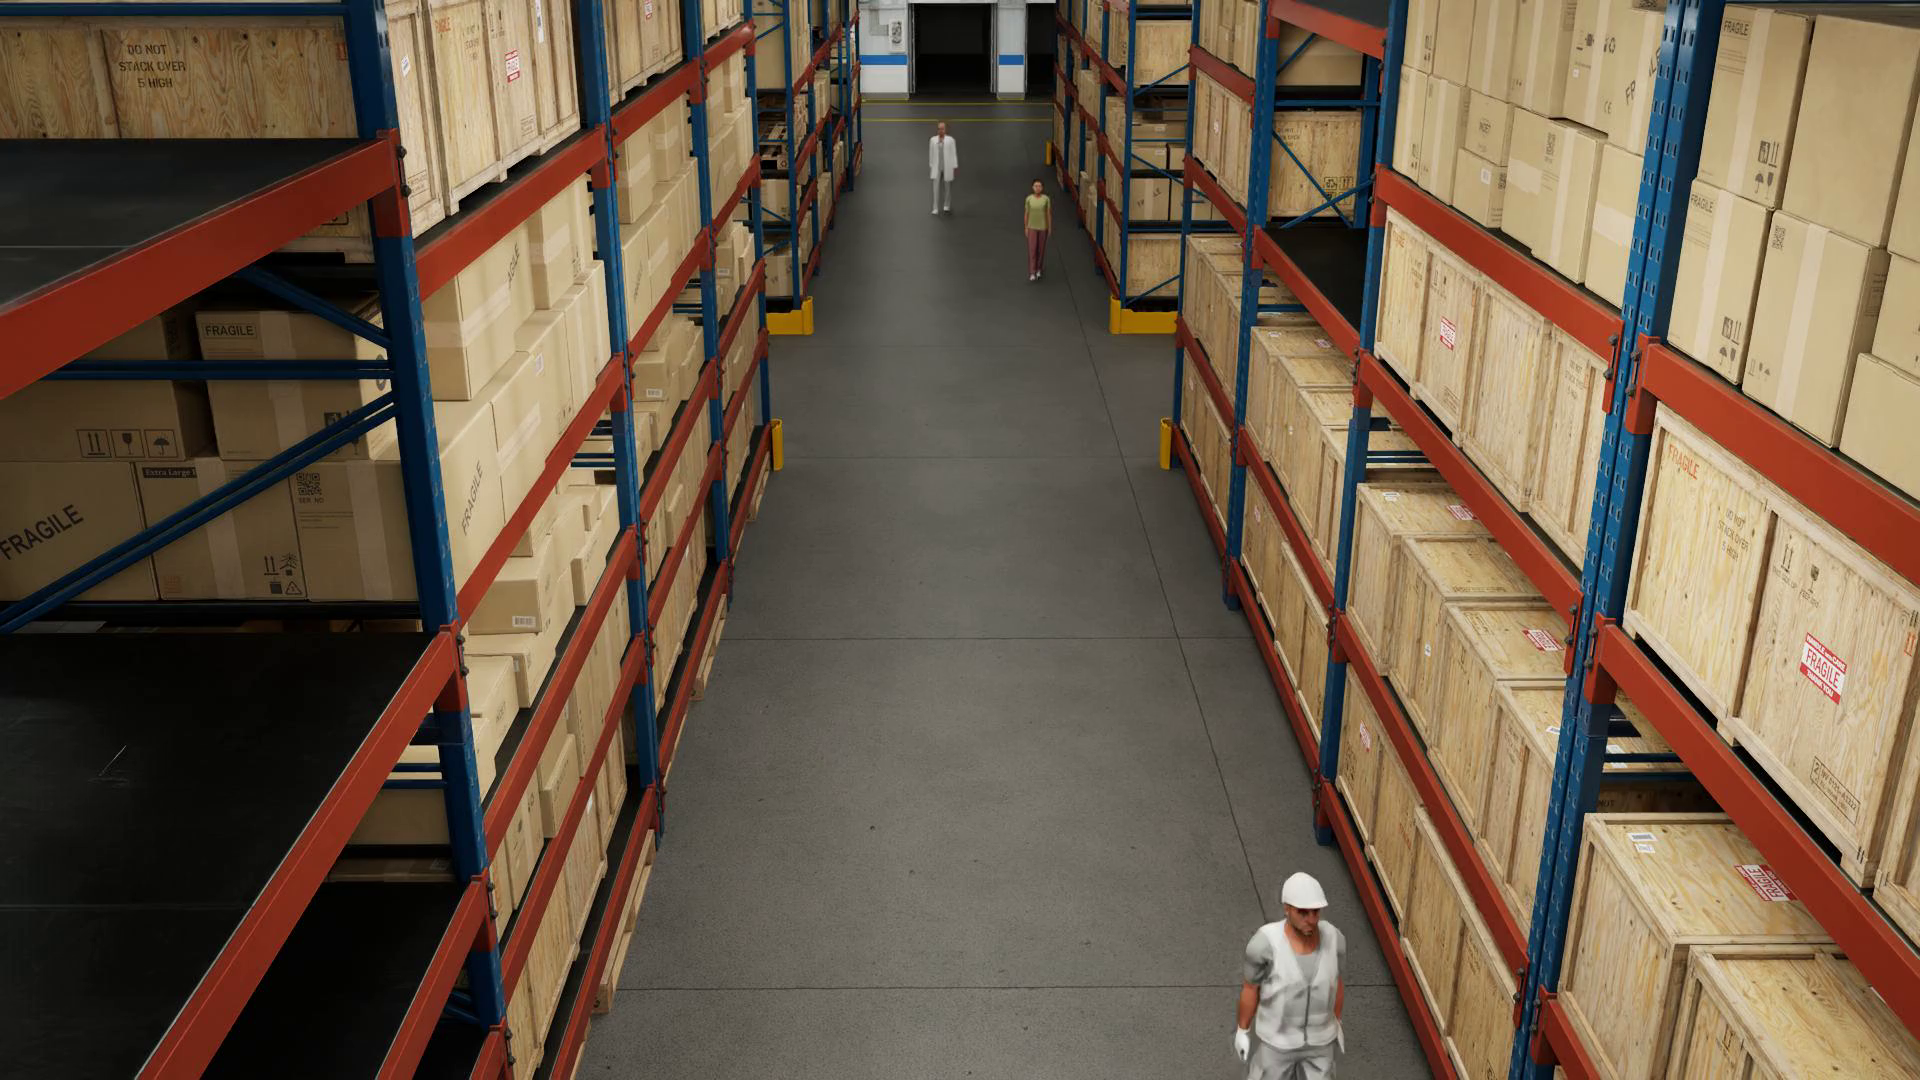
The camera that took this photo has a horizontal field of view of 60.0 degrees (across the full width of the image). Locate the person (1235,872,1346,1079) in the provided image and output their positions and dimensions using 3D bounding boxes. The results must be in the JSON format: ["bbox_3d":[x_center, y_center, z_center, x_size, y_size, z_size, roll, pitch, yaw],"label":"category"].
[{"bbox_3d":[1.647,2.455,8.237,0.550,1.790,0.703,-3,22,-8],"label":"person"}]

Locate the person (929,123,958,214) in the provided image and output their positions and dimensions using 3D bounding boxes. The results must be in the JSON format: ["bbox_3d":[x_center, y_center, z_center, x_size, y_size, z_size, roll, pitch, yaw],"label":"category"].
[{"bbox_3d":[-0.342,-7.473,33.464,0.597,1.770,0.901,2,22,5],"label":"person"}]

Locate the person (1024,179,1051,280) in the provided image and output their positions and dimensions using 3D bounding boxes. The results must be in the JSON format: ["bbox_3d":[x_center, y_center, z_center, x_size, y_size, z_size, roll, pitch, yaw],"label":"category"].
[{"bbox_3d":[1.311,-5.182,27.764,0.444,1.644,0.791,-1,22,-3],"label":"person"}]
